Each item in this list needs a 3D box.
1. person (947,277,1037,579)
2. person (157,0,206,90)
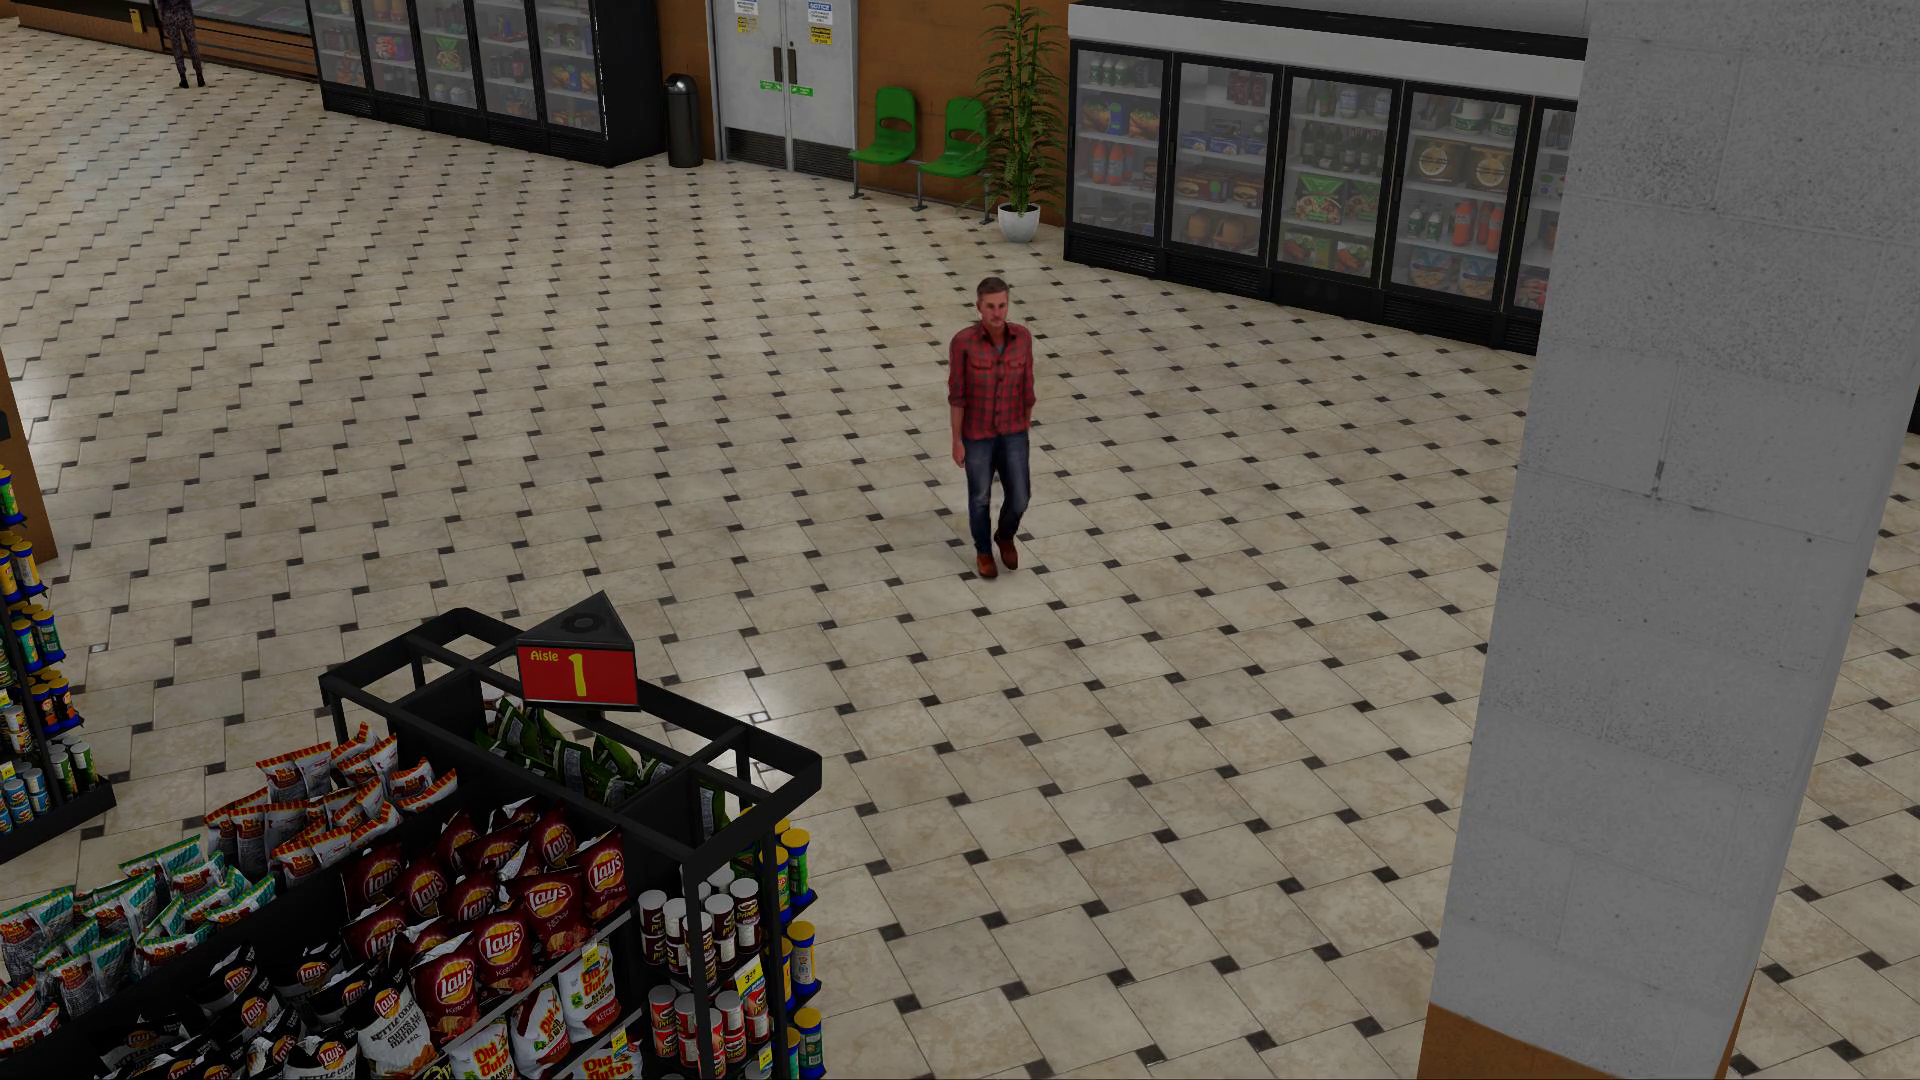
[{"bbox_3d":[0.163,-0.660,9.616,0.821,1.817,0.885,-6,27,-11],"label":"person"},{"bbox_3d":[-10.318,-6.856,21.944,0.609,1.717,0.717,-15,30,-26],"label":"person"}]
